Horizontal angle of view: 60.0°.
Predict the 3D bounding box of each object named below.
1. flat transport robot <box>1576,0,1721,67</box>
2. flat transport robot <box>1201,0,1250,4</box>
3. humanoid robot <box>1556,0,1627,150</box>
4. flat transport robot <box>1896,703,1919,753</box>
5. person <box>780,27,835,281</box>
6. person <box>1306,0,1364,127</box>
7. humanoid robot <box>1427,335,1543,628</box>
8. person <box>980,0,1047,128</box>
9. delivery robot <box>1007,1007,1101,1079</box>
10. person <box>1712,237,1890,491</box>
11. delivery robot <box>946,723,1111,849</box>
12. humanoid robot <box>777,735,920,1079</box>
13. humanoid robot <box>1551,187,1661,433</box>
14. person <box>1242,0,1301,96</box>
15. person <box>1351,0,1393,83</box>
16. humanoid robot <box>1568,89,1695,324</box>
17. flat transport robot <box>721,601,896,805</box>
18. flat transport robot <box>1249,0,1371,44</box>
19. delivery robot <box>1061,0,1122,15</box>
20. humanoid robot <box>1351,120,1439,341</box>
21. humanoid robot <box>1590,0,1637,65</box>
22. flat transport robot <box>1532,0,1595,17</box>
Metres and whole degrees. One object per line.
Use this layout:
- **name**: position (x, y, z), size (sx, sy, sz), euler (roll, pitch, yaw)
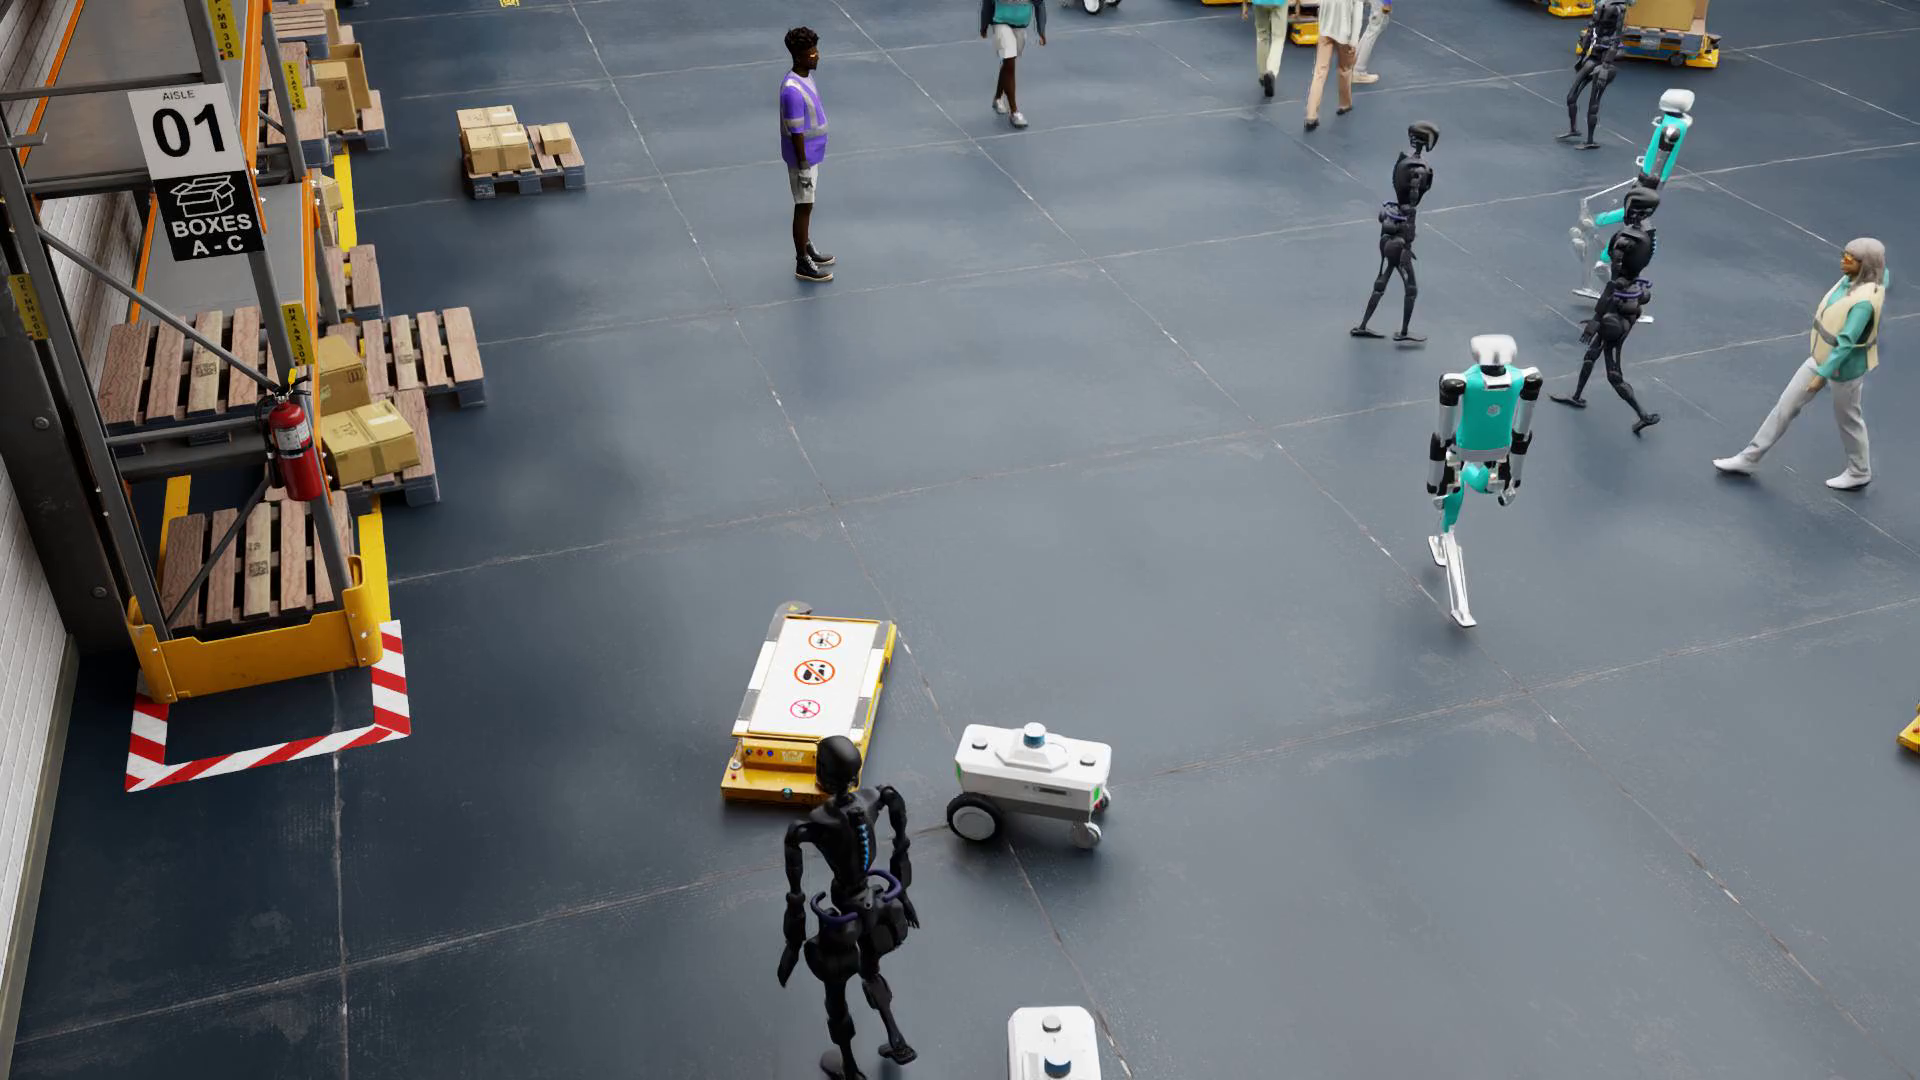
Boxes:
- **flat transport robot**: position (7.506, -5.402, 18.144), size (1.431, 0.231, 0.659), euler (12, 35, 18)
- **flat transport robot**: position (3.121, -6.850, 20.364), size (0.659, 0.231, 1.431), euler (-5, 33, -8)
- **humanoid robot**: position (5.882, -4.432, 15.364), size (0.376, 1.657, 0.588), euler (-5, 33, -7)
- **flat transport robot**: position (5.488, 0.846, 8.561), size (1.431, 0.231, 0.659), euler (-25, 41, -33)
- **person**: position (-1.195, -2.992, 12.896), size (0.368, 1.965, 0.605), euler (0, 33, 0)
- **person**: position (3.634, -4.836, 16.023), size (0.465, 1.627, 0.878), euler (18, 37, 25)
- **humanoid robot**: position (2.777, -0.422, 9.199), size (0.564, 1.747, 1.062), euler (-1, 33, -2)
- **person**: position (0.528, -4.947, 15.974), size (0.570, 1.868, 0.924), euler (-13, 35, -19)
- **delivery robot**: position (0.363, 2.160, 6.292), size (0.499, 0.603, 0.803), euler (-1, 33, -1)
- **person**: position (5.345, -1.060, 10.207), size (0.946, 1.652, 0.466), euler (1, 33, 2)
- **delivery robot**: position (0.317, 1.131, 7.879), size (0.802, 0.614, 0.499), euler (7, 34, 11)
- **humanoid robot**: position (-0.407, 1.468, 6.323), size (0.613, 1.642, 0.414), euler (-23, 39, -31)
- **humanoid robot**: position (4.397, -1.512, 10.947), size (0.771, 1.650, 0.588), euler (24, 40, 32)
- **person**: position (3.125, -5.406, 16.745), size (0.624, 1.803, 0.761), euler (7, 34, 11)
- **person**: position (4.316, -5.612, 17.039), size (0.501, 1.842, 0.481), euler (-8, 34, -12)
- **humanoid robot**: position (4.884, -2.480, 12.332), size (0.883, 1.784, 0.549), euler (14, 36, 21)
- **flat transport robot**: position (-0.754, 0.821, 8.600), size (0.659, 0.231, 1.431), euler (4, 33, 5)
- **flat transport robot**: position (3.984, -5.941, 18.971), size (0.659, 0.231, 1.431), euler (-3, 33, -5)
- **delivery robot**: position (1.532, -6.547, 19.655), size (0.785, 0.614, 0.520), euler (22, 39, 30)
- **humanoid robot**: position (3.194, -2.213, 11.973), size (0.540, 1.646, 0.593), euler (4, 33, 5)
- **humanoid robot**: position (6.897, -5.844, 17.497), size (0.577, 1.773, 0.892), euler (15, 36, 21)
- **flat transport robot**: position (7.124, -6.550, 19.904), size (0.659, 0.231, 1.431), euler (-8, 34, -12)
